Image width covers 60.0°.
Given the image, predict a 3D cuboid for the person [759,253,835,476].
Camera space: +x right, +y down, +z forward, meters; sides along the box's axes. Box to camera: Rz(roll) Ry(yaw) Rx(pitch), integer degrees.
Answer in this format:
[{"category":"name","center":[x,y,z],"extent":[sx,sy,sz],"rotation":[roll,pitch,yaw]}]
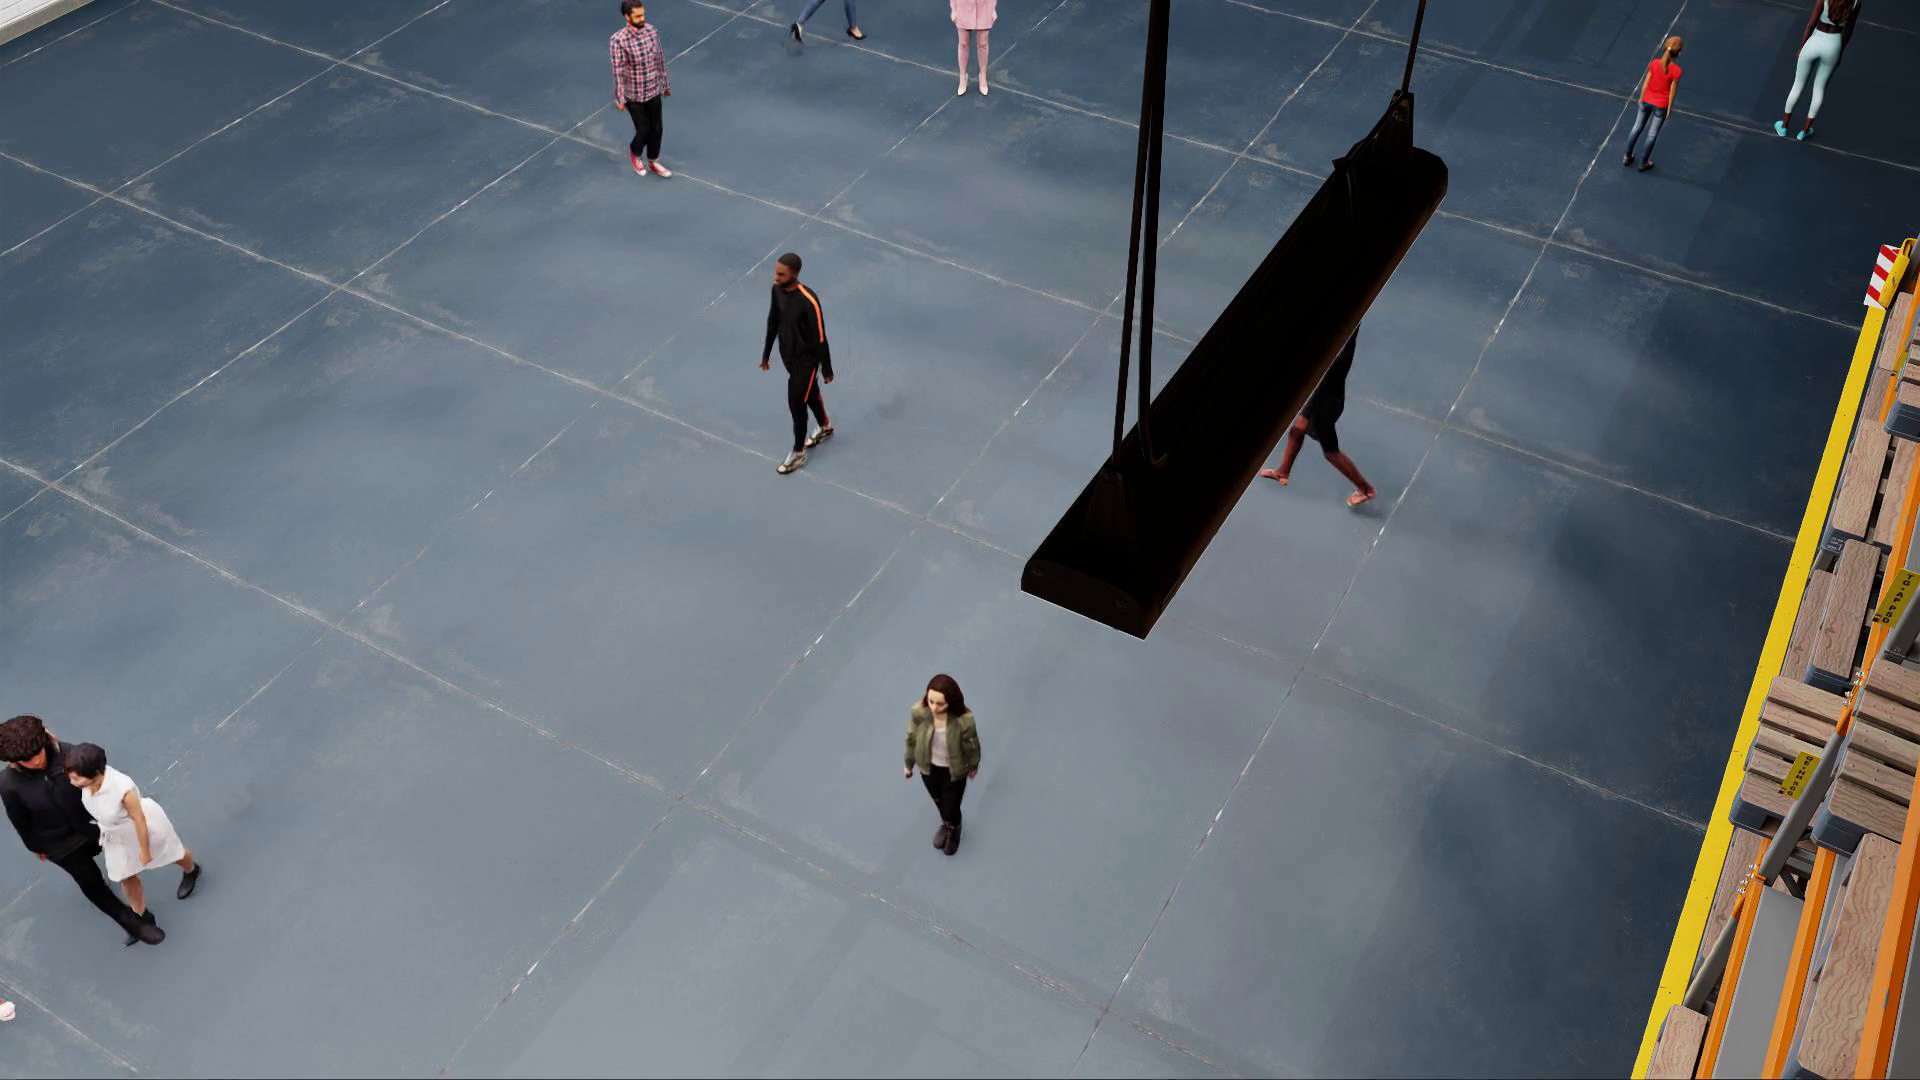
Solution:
[{"category":"person","center":[-1.112,-1.406,12.406],"extent":[0.797,1.785,0.979],"rotation":[33,53,30]}]

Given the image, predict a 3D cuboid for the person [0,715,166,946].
[{"category":"person","center":[-5.045,1.554,9.336],"extent":[0.685,1.734,0.973],"rotation":[26,49,25]}]

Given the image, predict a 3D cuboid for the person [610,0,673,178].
[{"category":"person","center":[-2.980,-4.161,15.325],"extent":[0.835,1.748,0.682],"rotation":[34,53,30]}]

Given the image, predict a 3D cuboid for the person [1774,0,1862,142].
[{"category":"person","center":[8.212,-4.654,15.860],"extent":[0.580,1.724,0.548],"rotation":[17,46,17]}]

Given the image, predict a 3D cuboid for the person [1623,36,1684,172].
[{"category":"person","center":[6.503,-4.086,15.564],"extent":[0.545,1.310,0.523],"rotation":[-33,53,-30]}]

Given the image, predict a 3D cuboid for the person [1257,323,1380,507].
[{"category":"person","center":[2.704,-0.922,11.968],"extent":[0.813,1.690,1.131],"rotation":[14,45,14]}]

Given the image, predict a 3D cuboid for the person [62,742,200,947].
[{"category":"person","center":[-4.647,1.582,9.460],"extent":[0.646,1.523,0.868],"rotation":[13,45,13]}]

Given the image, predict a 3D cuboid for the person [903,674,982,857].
[{"category":"person","center":[-0.073,1.277,9.822],"extent":[0.618,1.464,0.599],"rotation":[16,46,16]}]

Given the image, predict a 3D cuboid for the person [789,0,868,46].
[{"category":"person","center":[-1.400,-5.883,17.126],"extent":[1.173,1.757,1.019],"rotation":[-17,46,-17]}]

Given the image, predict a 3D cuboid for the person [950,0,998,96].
[{"category":"person","center":[0.146,-5.273,16.452],"extent":[0.694,1.802,0.691],"rotation":[0,44,0]}]
